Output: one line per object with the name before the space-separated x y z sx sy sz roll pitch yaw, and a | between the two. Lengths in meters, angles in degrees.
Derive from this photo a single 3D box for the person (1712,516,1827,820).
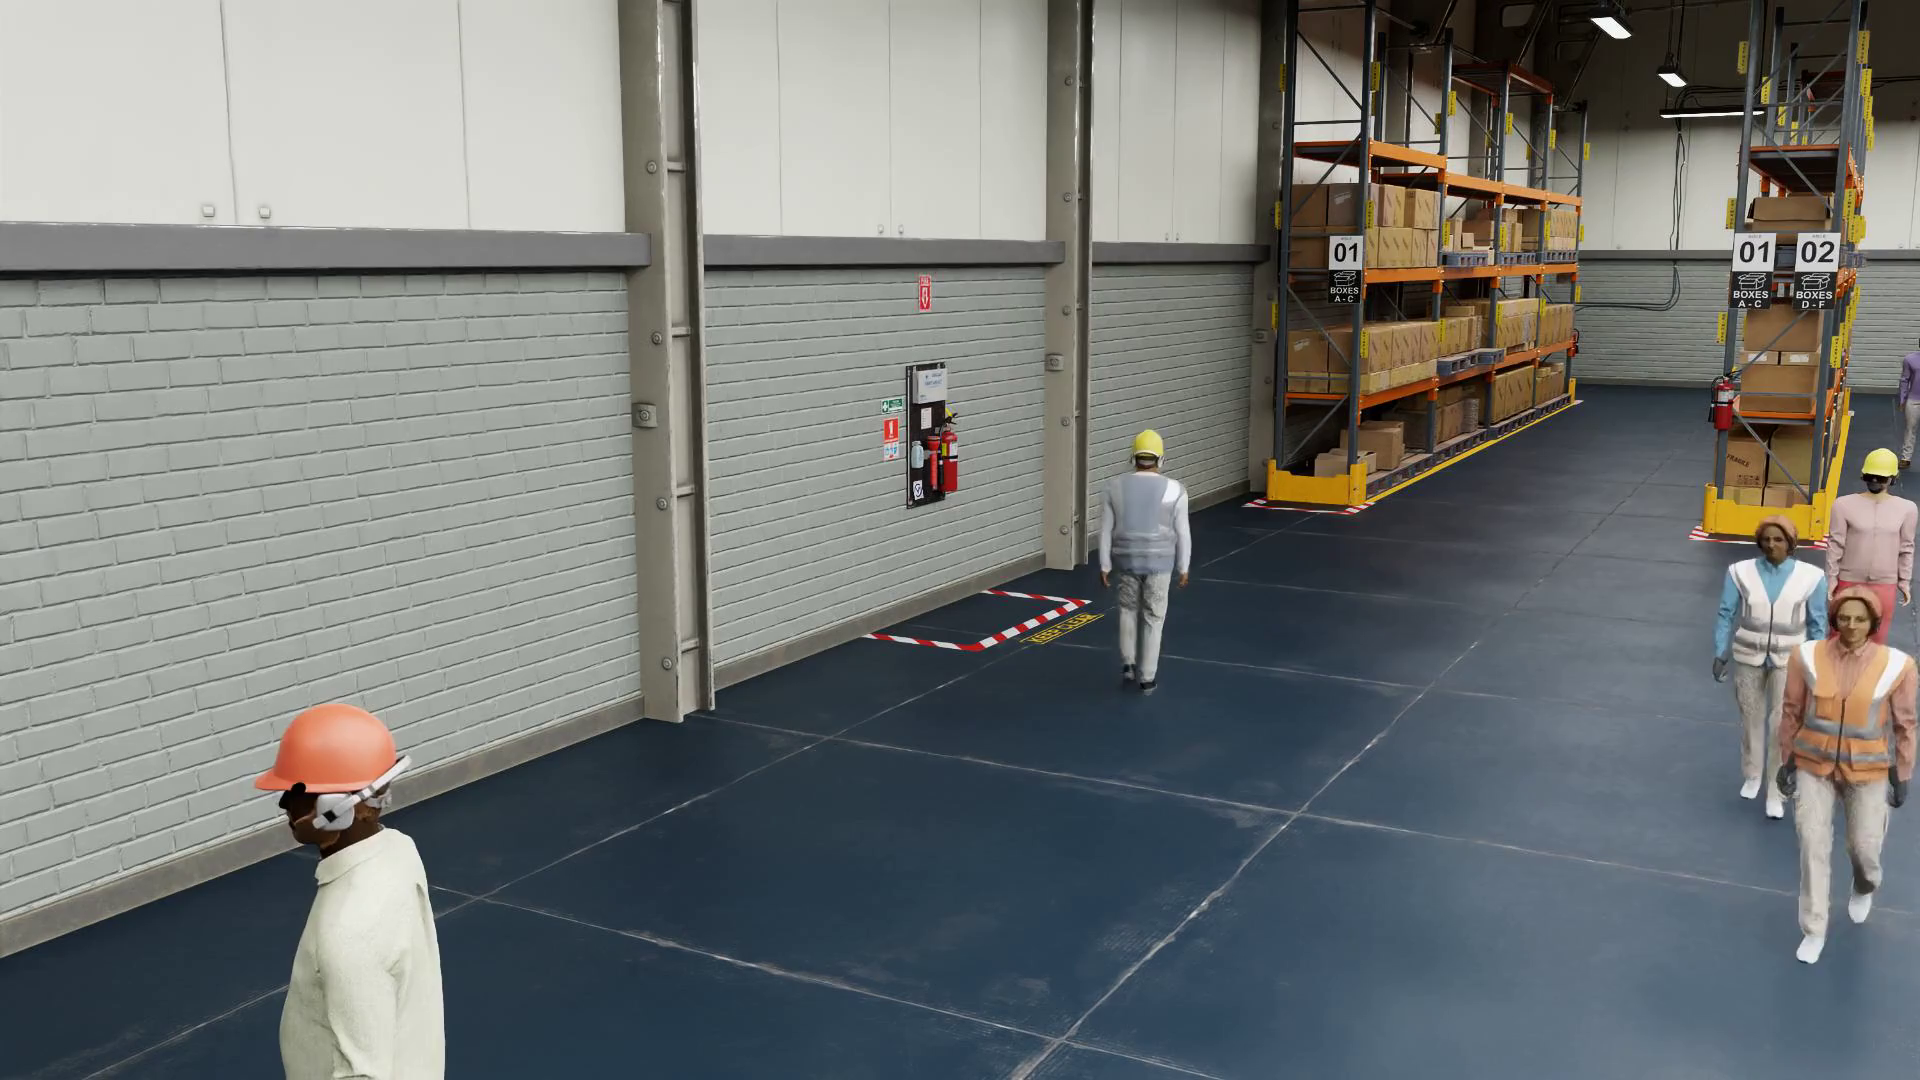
person | 4.333 0.676 8.945 0.539 1.603 0.782 6 11 31

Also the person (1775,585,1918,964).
person | 3.798 0.978 7.141 0.521 1.625 0.556 7 12 35

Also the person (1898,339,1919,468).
person | 13.520 -1.949 23.346 0.637 1.938 0.357 9 13 41

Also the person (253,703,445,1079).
person | -1.386 1.349 3.873 0.379 1.995 0.612 -2 10 -12

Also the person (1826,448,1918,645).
person | 5.916 0.277 10.832 0.524 1.764 0.329 3 10 15

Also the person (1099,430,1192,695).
person | 1.276 0.151 11.422 0.626 1.813 0.461 2 10 14
